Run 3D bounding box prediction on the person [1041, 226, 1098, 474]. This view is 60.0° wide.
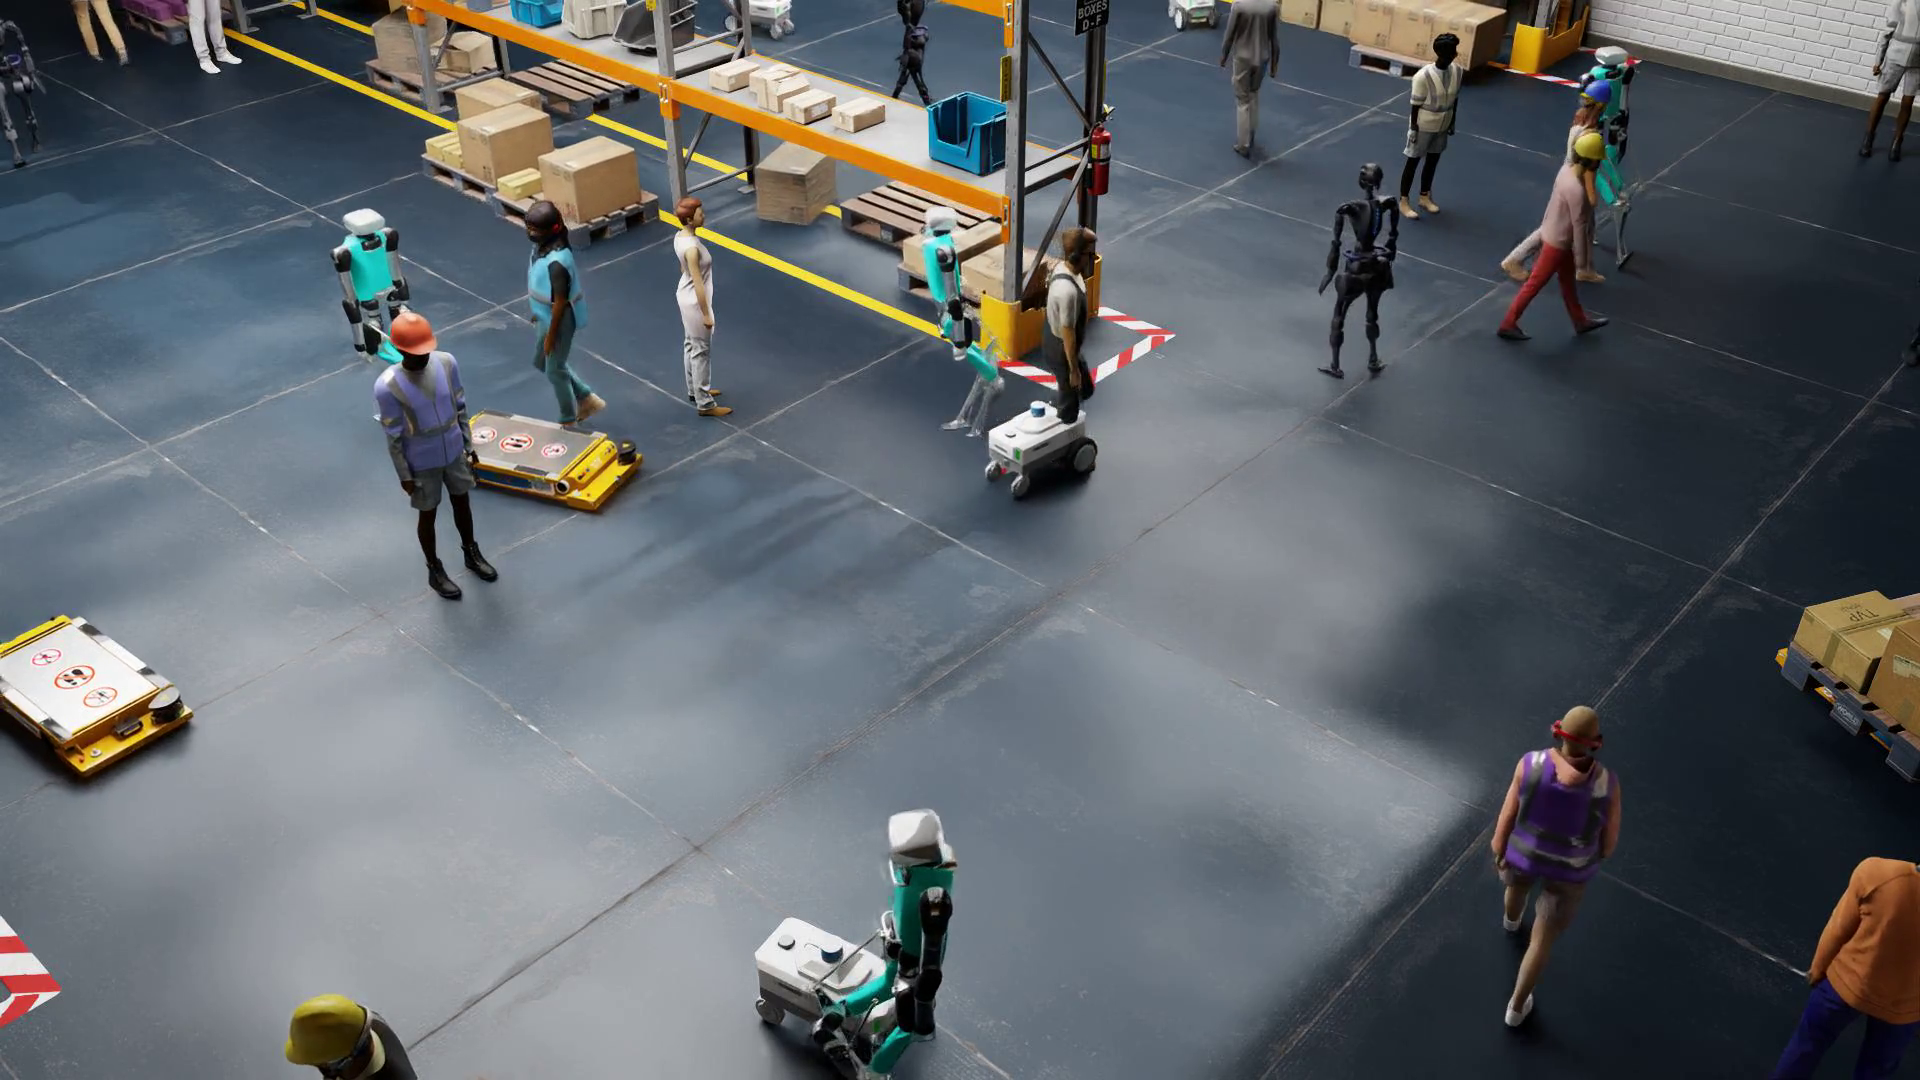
[{"bbox_3d":[0.727,-1.265,11.267,0.430,1.829,0.533,4,35,6],"label":"person"}]

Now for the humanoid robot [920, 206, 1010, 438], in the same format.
[{"bbox_3d":[0.073,-1.507,11.716,0.676,1.800,0.544,-9,36,-13],"label":"humanoid robot"}]

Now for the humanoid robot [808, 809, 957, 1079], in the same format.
[{"bbox_3d":[-0.367,1.867,6.856,0.743,1.839,0.536,-6,35,-9],"label":"humanoid robot"}]

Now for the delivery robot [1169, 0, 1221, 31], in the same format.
[{"bbox_3d":[2.768,-6.433,19.871,0.499,0.587,0.777,-8,35,-12],"label":"delivery robot"}]

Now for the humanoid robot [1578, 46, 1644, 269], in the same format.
[{"bbox_3d":[5.638,-3.214,14.196,0.559,1.787,0.955,-14,37,-20],"label":"humanoid robot"}]

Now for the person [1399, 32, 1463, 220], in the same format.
[{"bbox_3d":[4.236,-3.729,14.957,0.532,1.692,0.320,-16,38,-22],"label":"person"}]

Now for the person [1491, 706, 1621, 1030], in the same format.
[{"bbox_3d":[2.698,1.395,7.568,0.497,1.653,0.881,18,38,24],"label":"person"}]

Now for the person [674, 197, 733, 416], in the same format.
[{"bbox_3d":[-1.887,-1.687,12.027,0.285,1.660,0.440,-12,37,-17],"label":"person"}]

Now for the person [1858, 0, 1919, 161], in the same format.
[{"bbox_3d":[9.144,-4.636,16.077,0.547,1.923,0.385,15,37,20],"label":"person"}]

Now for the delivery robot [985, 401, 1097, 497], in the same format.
[{"bbox_3d":[0.560,-0.688,11.571,0.789,0.612,0.499,-27,43,-33],"label":"delivery robot"}]

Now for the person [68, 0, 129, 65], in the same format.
[{"bbox_3d":[-9.665,-6.119,18.393,0.543,1.723,0.789,-27,43,-33],"label":"person"}]

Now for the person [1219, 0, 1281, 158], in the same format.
[{"bbox_3d":[2.814,-4.717,16.237,0.526,1.875,0.680,-6,35,-9],"label":"person"}]

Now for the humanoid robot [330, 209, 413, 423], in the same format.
[{"bbox_3d":[-3.868,-1.409,11.615,1.062,1.778,0.554,18,39,25],"label":"humanoid robot"}]

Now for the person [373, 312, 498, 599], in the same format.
[{"bbox_3d":[-3.181,-0.517,10.104,0.385,1.929,0.543,28,43,34],"label":"person"}]

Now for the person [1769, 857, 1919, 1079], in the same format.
[{"bbox_3d":[3.716,1.798,6.712,0.518,1.971,0.404,21,40,28],"label":"person"}]

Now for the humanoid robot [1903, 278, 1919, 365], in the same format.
[{"bbox_3d":[7.624,-2.060,12.554,0.609,1.652,0.322,13,37,18],"label":"humanoid robot"}]

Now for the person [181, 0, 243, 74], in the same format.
[{"bbox_3d":[-8.331,-6.116,18.231,0.409,1.906,0.653,12,36,17],"label":"person"}]

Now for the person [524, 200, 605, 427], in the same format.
[{"bbox_3d":[-2.831,-1.529,11.635,0.480,1.849,0.556,-15,37,-21],"label":"person"}]

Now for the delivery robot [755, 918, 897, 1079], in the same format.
[{"bbox_3d":[-0.546,2.062,7.584,0.788,0.610,0.499,19,39,25],"label":"delivery robot"}]

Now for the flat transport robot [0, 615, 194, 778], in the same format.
[{"bbox_3d":[-5.120,0.847,9.583,1.431,0.231,0.659,24,41,31],"label":"flat transport robot"}]

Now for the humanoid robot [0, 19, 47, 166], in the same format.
[{"bbox_3d":[-9.195,-4.454,16.058,0.589,1.623,0.762,-16,38,-22],"label":"humanoid robot"}]

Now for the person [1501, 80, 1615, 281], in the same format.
[{"bbox_3d":[5.060,-2.943,13.802,0.872,1.742,0.493,9,36,13],"label":"person"}]

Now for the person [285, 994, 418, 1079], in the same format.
[{"bbox_3d":[-2.115,2.301,6.111,0.404,1.819,0.599,-18,39,-24],"label":"person"}]

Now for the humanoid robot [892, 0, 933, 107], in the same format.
[{"bbox_3d":[-0.540,-5.008,16.872,0.783,1.620,0.619,4,35,6],"label":"humanoid robot"}]

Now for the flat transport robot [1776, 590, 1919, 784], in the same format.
[{"bbox_3d":[5.400,0.973,9.400,0.659,0.231,1.431,-11,36,-16],"label":"flat transport robot"}]

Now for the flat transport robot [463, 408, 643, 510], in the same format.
[{"bbox_3d":[-3.015,-0.576,11.645,1.431,0.231,0.659,12,36,17],"label":"flat transport robot"}]

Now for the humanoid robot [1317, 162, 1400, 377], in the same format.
[{"bbox_3d":[3.021,-2.021,12.498,0.595,1.647,0.356,-10,36,-14],"label":"humanoid robot"}]

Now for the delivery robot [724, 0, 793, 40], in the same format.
[{"bbox_3d":[-2.374,-6.229,19.587,0.789,0.598,0.499,14,37,20],"label":"delivery robot"}]

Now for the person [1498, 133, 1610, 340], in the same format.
[{"bbox_3d":[4.741,-2.312,12.874,0.896,1.715,0.549,4,35,6],"label":"person"}]
